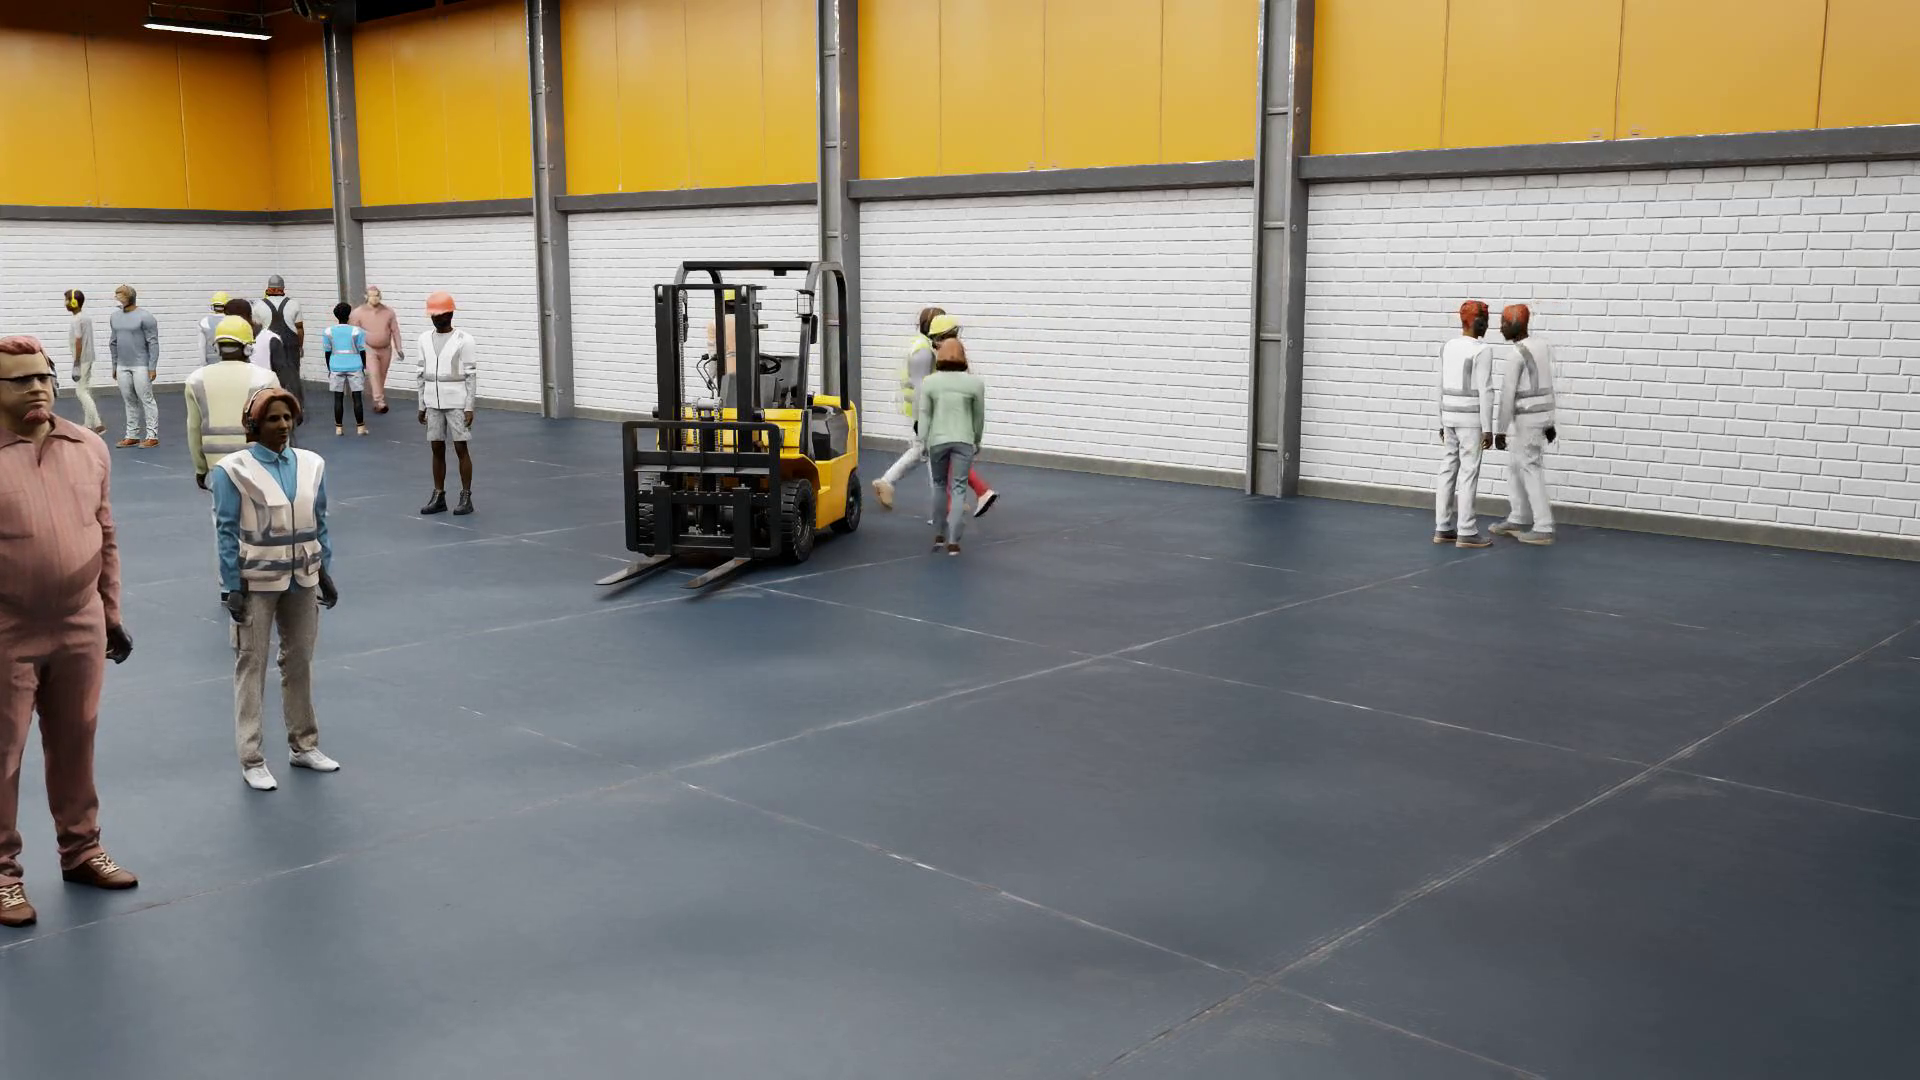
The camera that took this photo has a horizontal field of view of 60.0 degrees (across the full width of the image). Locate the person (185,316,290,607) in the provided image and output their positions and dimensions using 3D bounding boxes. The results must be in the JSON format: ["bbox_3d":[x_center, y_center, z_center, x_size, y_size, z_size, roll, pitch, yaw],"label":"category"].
[{"bbox_3d":[-4.516,-0.491,10.469,0.600,1.827,0.404,-1,9,-5],"label":"person"}]

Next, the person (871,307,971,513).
[{"bbox_3d":[-0.345,-1.118,14.396,0.816,1.803,0.633,0,9,-2],"label":"person"}]

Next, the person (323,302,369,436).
[{"bbox_3d":[-7.784,-2.158,21.100,0.535,1.697,0.318,-2,9,-9],"label":"person"}]

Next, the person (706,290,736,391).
[{"bbox_3d":[-2.582,-1.889,18.745,0.595,1.923,0.374,-6,11,-31],"label":"person"}]

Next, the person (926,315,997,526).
[{"bbox_3d":[-0.030,-0.980,13.707,0.530,1.742,0.568,3,10,15],"label":"person"}]

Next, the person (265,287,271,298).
[{"bbox_3d":[-10.976,-3.161,26.704,0.512,1.877,0.328,-7,12,-37],"label":"person"}]

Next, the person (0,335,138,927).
[{"bbox_3d":[-3.040,0.282,5.495,0.400,1.910,0.643,5,11,30],"label":"person"}]

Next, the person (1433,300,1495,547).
[{"bbox_3d":[3.868,-0.888,12.732,0.337,1.882,0.585,-4,10,-22],"label":"person"}]

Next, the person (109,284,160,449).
[{"bbox_3d":[-9.754,-2.043,19.652,0.635,1.936,0.350,3,10,16],"label":"person"}]

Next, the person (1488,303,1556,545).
[{"bbox_3d":[4.341,-0.893,12.864,0.665,1.853,0.605,8,12,40],"label":"person"}]

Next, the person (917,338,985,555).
[{"bbox_3d":[-0.058,-0.715,12.555,0.503,1.601,0.731,1,9,4],"label":"person"}]

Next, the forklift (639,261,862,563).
[{"bbox_3d":[-1.552,-1.040,12.721,1.214,2.155,2.313,2,9,11],"label":"forklift"}]

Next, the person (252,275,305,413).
[{"bbox_3d":[-9.930,-2.849,24.281,0.679,2.000,0.537,-4,10,-21],"label":"person"}]

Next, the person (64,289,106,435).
[{"bbox_3d":[-11.201,-2.251,21.177,0.379,1.881,0.536,-2,9,-12],"label":"person"}]

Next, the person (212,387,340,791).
[{"bbox_3d":[-2.817,0.190,6.869,0.313,1.642,0.513,6,11,33],"label":"person"}]

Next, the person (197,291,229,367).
[{"bbox_3d":[-9.398,-2.254,21.266,0.590,1.835,0.404,-3,10,-19],"label":"person"}]

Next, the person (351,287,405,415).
[{"bbox_3d":[-8.525,-2.774,24.381,0.657,1.854,0.992,-7,12,-37],"label":"person"}]

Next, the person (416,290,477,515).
[{"bbox_3d":[-4.438,-1.176,14.350,0.544,1.935,0.361,2,9,11],"label":"person"}]

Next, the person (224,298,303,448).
[{"bbox_3d":[-5.854,-1.107,14.138,0.767,1.874,0.388,4,10,23],"label":"person"}]
